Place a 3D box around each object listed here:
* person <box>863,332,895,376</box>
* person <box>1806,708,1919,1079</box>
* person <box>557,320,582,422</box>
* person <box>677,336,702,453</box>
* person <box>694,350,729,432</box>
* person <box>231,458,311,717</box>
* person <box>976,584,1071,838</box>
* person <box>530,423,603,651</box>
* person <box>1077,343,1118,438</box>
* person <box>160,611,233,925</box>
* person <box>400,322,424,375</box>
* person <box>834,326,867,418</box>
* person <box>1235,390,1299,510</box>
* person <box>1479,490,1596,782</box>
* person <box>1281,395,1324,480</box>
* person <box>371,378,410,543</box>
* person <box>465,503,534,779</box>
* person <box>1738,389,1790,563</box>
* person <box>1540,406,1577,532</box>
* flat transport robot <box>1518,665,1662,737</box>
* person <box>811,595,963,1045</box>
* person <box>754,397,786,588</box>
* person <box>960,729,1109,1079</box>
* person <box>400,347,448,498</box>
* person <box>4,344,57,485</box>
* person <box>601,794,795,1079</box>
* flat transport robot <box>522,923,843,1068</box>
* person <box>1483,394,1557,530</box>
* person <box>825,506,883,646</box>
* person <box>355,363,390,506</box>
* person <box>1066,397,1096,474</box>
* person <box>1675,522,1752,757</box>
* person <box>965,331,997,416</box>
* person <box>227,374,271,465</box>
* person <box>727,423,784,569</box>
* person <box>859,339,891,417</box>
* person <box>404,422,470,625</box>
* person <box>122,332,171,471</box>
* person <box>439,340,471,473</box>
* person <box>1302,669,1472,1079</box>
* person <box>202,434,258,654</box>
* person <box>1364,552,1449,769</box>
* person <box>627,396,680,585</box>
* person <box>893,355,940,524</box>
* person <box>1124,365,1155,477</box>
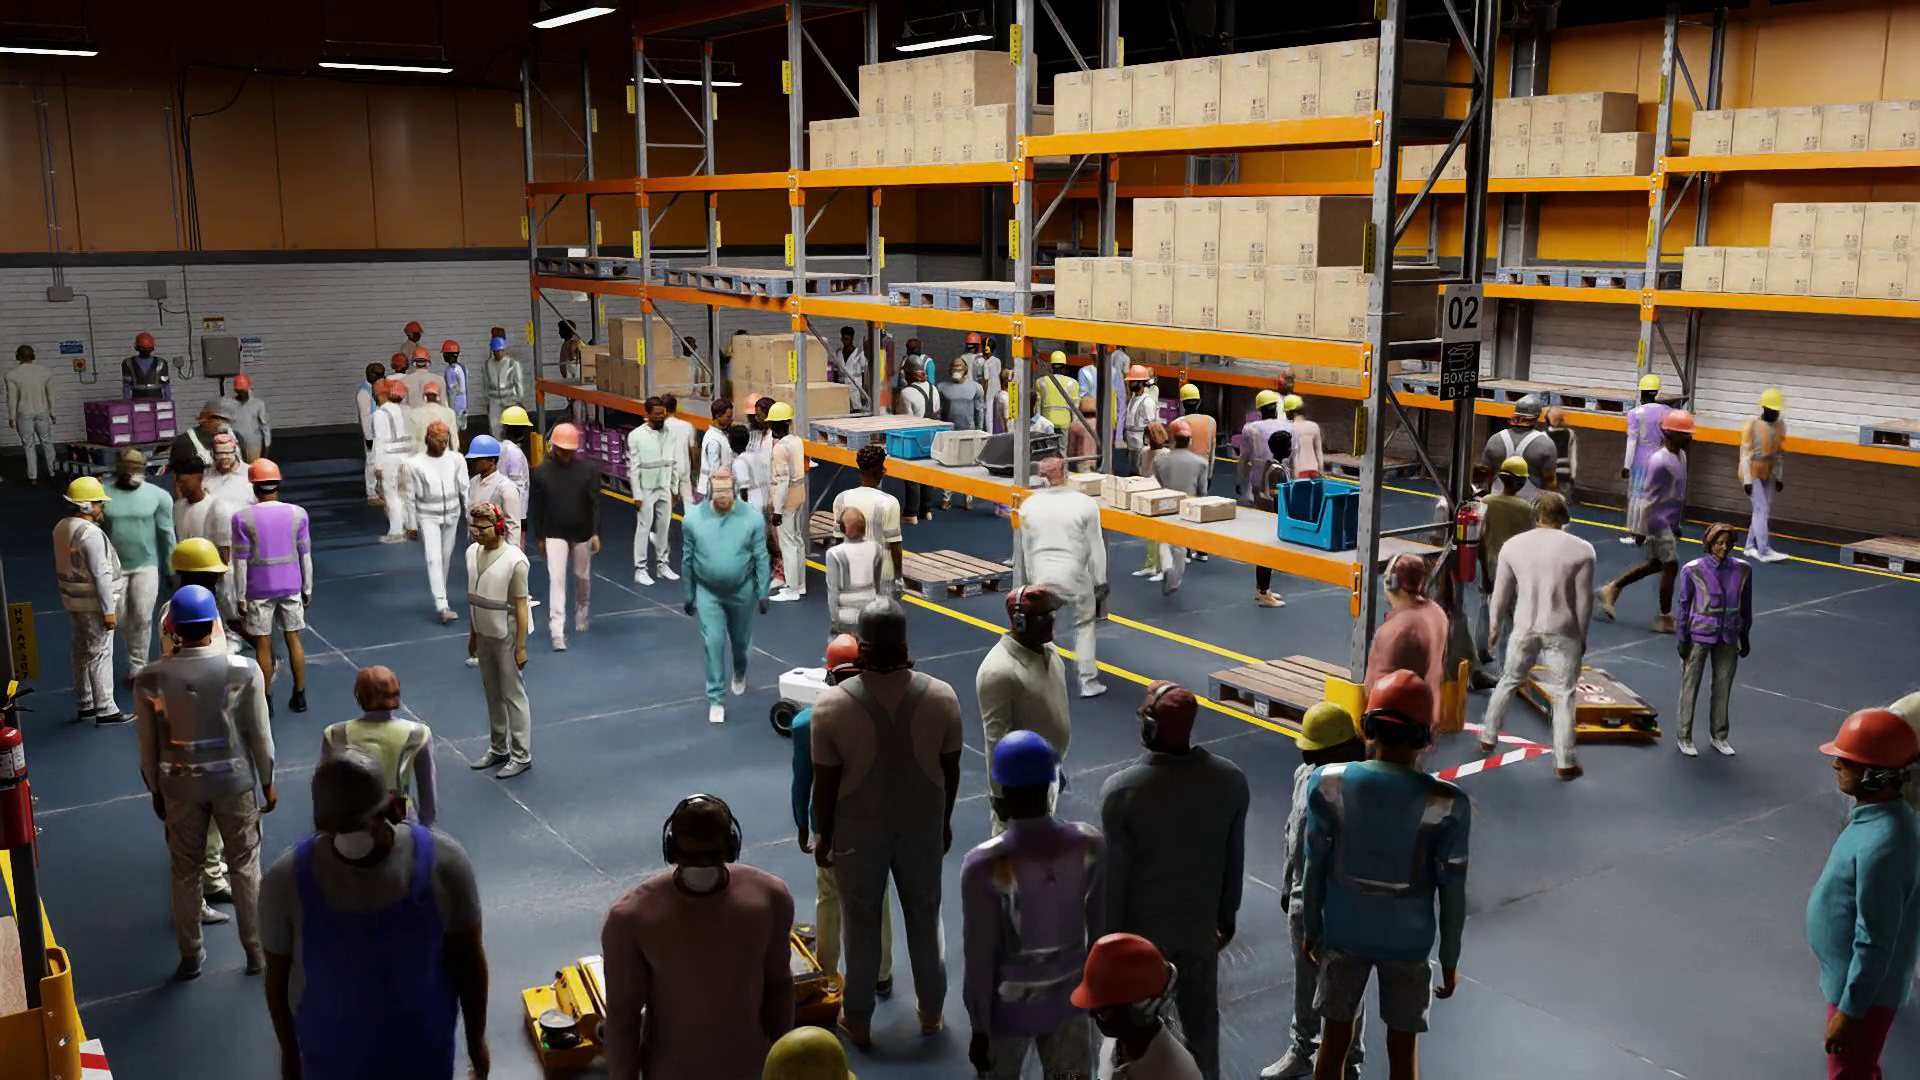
[{"bbox_3d":[-1.498,-3.187,30.709,0.572,1.831,0.411,-2,11,-11],"label":"person"},{"bbox_3d":[3.199,1.568,5.944,0.377,1.995,0.612,6,13,28],"label":"person"},{"bbox_3d":[-6.617,-2.769,28.250,0.373,1.958,0.599,-6,13,-30],"label":"person"},{"bbox_3d":[-4.238,-2.247,25.881,0.336,1.838,0.510,7,13,32],"label":"person"},{"bbox_3d":[-3.530,-1.879,24.170,0.628,1.806,0.902,0,11,1],"label":"person"},{"bbox_3d":[-5.101,0.353,12.350,0.549,1.927,0.393,-9,14,-37],"label":"person"},{"bbox_3d":[0.348,1.159,8.256,0.410,1.913,0.643,6,13,29],"label":"person"},{"bbox_3d":[-3.414,-0.074,14.505,0.607,1.945,1.005,-3,11,-14],"label":"person"},{"bbox_3d":[1.878,-1.693,22.513,0.614,2.040,0.391,-5,12,-24],"label":"person"},{"bbox_3d":[-3.987,1.156,8.719,0.354,1.738,0.573,0,11,-2],"label":"person"},{"bbox_3d":[-8.912,-2.579,27.208,0.417,1.984,0.635,1,11,7],"label":"person"},{"bbox_3d":[-1.746,-2.415,26.403,0.609,1.964,0.367,6,12,27],"label":"person"},{"bbox_3d":[3.206,-0.624,17.434,0.591,1.883,0.735,-1,11,-4],"label":"person"},{"bbox_3d":[3.863,0.604,11.200,0.790,1.891,0.570,8,14,37],"label":"person"},{"bbox_3d":[3.792,-0.757,18.573,0.532,1.704,0.895,-5,12,-26],"label":"person"},{"bbox_3d":[-6.489,-0.893,18.854,0.409,1.868,0.692,1,11,4],"label":"person"},{"bbox_3d":[-3.049,0.651,11.052,0.561,1.836,0.394,9,14,37],"label":"person"},{"bbox_3d":[8.660,-0.688,17.789,0.641,1.881,0.613,-6,12,-27],"label":"person"},{"bbox_3d":[6.508,-0.666,18.307,0.532,1.621,0.377,-2,11,-9],"label":"person"},{"bbox_3d":[4.621,1.173,12.392,0.652,0.197,1.431,0,11,1],"label":"flat transport robot"},{"bbox_3d":[-0.348,1.243,7.489,0.676,2.000,0.536,-3,11,-14],"label":"person"},{"bbox_3d":[-1.860,-0.480,16.661,0.403,1.908,0.597,-4,12,-18],"label":"person"},{"bbox_3d":[0.308,1.630,5.857,0.620,1.918,0.885,-5,12,-26],"label":"person"},{"bbox_3d":[-7.047,-1.541,21.892,0.620,1.986,0.409,-3,12,-17],"label":"person"},{"bbox_3d":[-12.813,-1.732,22.975,0.354,1.937,0.635,9,14,39],"label":"person"},{"bbox_3d":[-0.813,1.721,5.312,0.633,1.936,0.353,-5,12,-26],"label":"person"},{"bbox_3d":[-1.258,2.085,7.726,1.431,0.197,0.652,-5,12,-22],"label":"flat transport robot"},{"bbox_3d":[5.309,-0.363,15.707,0.684,2.000,0.535,9,14,40],"label":"person"},{"bbox_3d":[-0.800,0.544,12.205,0.532,1.596,0.788,-8,14,-35],"label":"person"},{"bbox_3d":[-7.466,-1.355,21.327,0.429,1.835,0.629,1,11,7],"label":"person"},{"bbox_3d":[1.516,-0.895,19.608,0.510,1.577,0.894,-2,11,-11],"label":"person"},{"bbox_3d":[5.161,0.681,11.424,0.519,1.633,0.311,0,11,-2],"label":"person"},{"bbox_3d":[0.364,-3.213,30.817,0.623,1.841,0.430,6,13,30],"label":"person"},{"bbox_3d":[-8.923,-1.199,20.755,0.595,1.730,0.664,-3,11,-15],"label":"person"},{"bbox_3d":[-1.977,-0.323,16.474,0.632,1.669,0.545,2,11,11],"label":"person"},{"bbox_3d":[-1.190,-2.011,24.523,0.843,1.915,0.635,2,11,13],"label":"person"},{"bbox_3d":[-4.773,-0.177,15.294,0.573,1.834,0.951,-9,14,-39],"label":"person"},{"bbox_3d":[-11.748,-1.988,24.061,0.625,2.029,0.407,-6,12,-27],"label":"person"},{"bbox_3d":[-7.230,-1.888,23.780,0.356,1.937,0.552,0,11,2],"label":"person"},{"bbox_3d":[1.599,1.485,6.300,0.605,2.031,0.420,5,12,22],"label":"person"},{"bbox_3d":[-6.116,0.047,13.997,0.664,1.898,0.412,-3,11,-14],"label":"person"},{"bbox_3d":[2.435,1.006,9.084,0.473,1.891,0.667,7,13,30],"label":"person"},{"bbox_3d":[-3.094,-0.509,16.806,0.403,1.908,0.588,10,15,40],"label":"person"},{"bbox_3d":[-0.584,-1.222,20.108,0.537,2.000,0.683,7,13,32],"label":"person"},{"bbox_3d":[2.112,-1.116,19.826,0.360,1.939,0.543,-3,12,-17],"label":"person"}]
